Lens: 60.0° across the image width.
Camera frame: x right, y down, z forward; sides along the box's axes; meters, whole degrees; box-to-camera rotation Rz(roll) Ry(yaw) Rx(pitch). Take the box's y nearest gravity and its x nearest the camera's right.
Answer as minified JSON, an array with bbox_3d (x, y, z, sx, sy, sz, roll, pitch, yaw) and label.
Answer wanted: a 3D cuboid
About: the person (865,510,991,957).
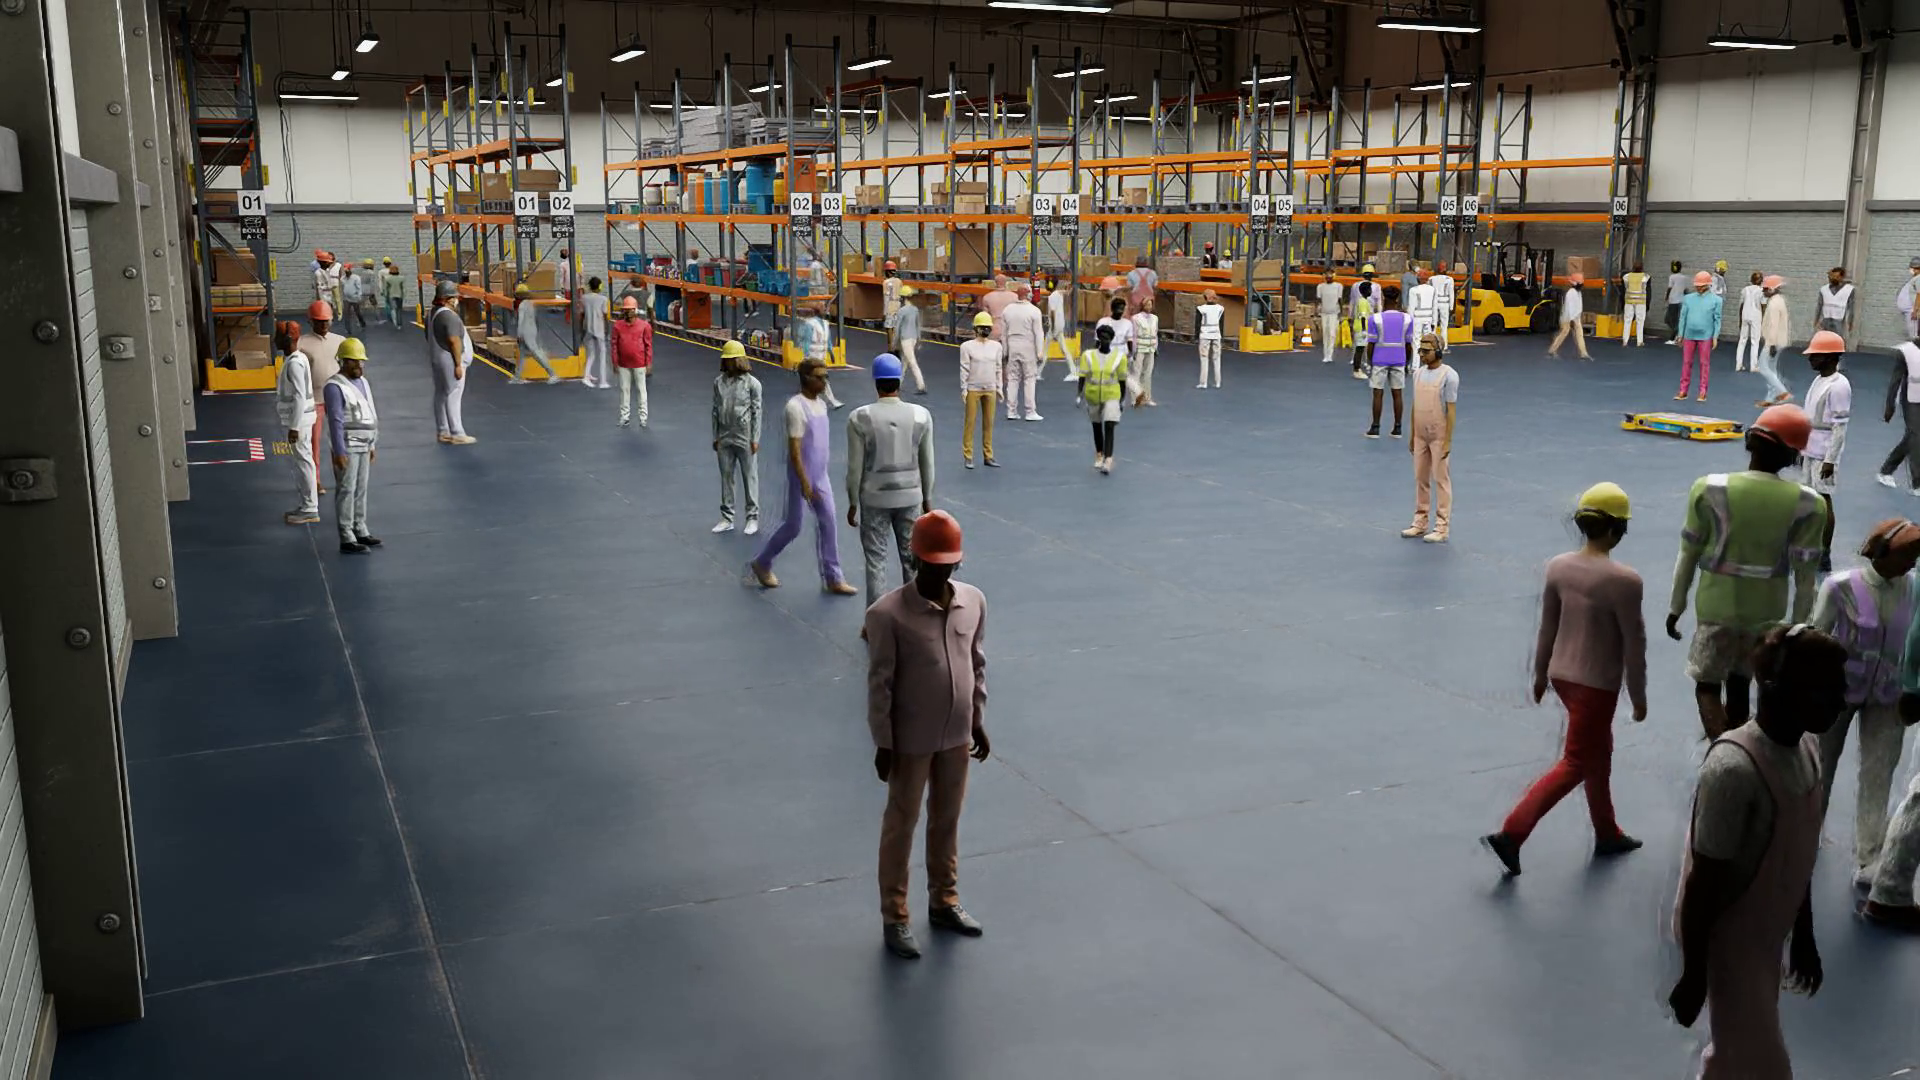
[{"bbox_3d":[-0.101,0.739,6.516,0.564,1.748,0.339,-8,14,-36],"label":"person"}]

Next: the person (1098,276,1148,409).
[{"bbox_3d":[2.296,-2.845,24.201,0.845,1.971,0.624,1,11,7],"label":"person"}]

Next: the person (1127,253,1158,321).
[{"bbox_3d":[3.893,-5.165,35.780,0.690,2.000,0.537,-1,11,-7],"label":"person"}]

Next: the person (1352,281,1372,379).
[{"bbox_3d":[7.010,-3.648,28.949,0.317,1.695,0.540,2,11,9],"label":"person"}]

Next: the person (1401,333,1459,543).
[{"bbox_3d":[4.141,-0.900,14.631,0.349,1.841,0.501,-6,13,-30],"label":"person"}]

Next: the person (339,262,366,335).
[{"bbox_3d":[-14.501,-5.776,39.684,0.566,1.726,0.723,1,11,3],"label":"person"}]

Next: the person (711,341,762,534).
[{"bbox_3d":[-2.017,-0.920,14.968,0.485,1.744,0.294,4,12,18],"label":"person"}]

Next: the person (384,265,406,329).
[{"bbox_3d":[-13.924,-5.982,41.030,0.503,1.614,0.673,-4,12,-21],"label":"person"}]

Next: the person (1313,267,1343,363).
[{"bbox_3d":[7.067,-4.315,31.999,0.544,1.826,0.921,5,12,23],"label":"person"}]

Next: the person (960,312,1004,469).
[{"bbox_3d":[0.248,-1.692,18.825,0.523,1.772,0.307,-5,12,-23],"label":"person"}]

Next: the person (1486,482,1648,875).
[{"bbox_3d":[2.686,0.607,7.269,0.869,1.720,0.515,-4,12,-18],"label":"person"}]

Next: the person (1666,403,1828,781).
[{"bbox_3d":[3.733,0.340,7.929,0.631,1.993,0.885,2,11,12],"label":"person"}]

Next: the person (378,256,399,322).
[{"bbox_3d":[-15.041,-6.597,43.810,0.516,1.745,0.735,-1,11,-6],"label":"person"}]

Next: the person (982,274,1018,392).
[{"bbox_3d":[0.672,-3.342,26.914,0.643,1.891,0.408,0,11,1],"label":"person"}]

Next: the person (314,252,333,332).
[{"bbox_3d":[-13.512,-5.106,35.477,0.392,2.039,0.612,-1,11,-4],"label":"person"}]

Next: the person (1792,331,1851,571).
[{"bbox_3d":[6.918,-0.714,13.419,0.358,1.936,0.552,1,11,7],"label":"person"}]

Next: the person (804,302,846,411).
[{"bbox_3d":[-2.042,-2.689,24.341,0.905,1.581,0.533,5,12,26],"label":"person"}]

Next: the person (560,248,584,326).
[{"bbox_3d":[-9.906,-6.465,42.502,0.612,1.995,0.376,-4,12,-18],"label":"person"}]

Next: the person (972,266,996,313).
[{"bbox_3d":[0.618,-6.139,41.116,0.659,1.886,0.422,-4,12,-21],"label":"person"}]

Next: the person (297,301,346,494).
[{"bbox_3d":[-6.540,-1.465,17.123,0.621,1.986,0.407,-10,15,-42],"label":"person"}]

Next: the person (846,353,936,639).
[{"bbox_3d":[-0.472,-0.279,11.192,0.615,1.943,0.409,-3,12,-16],"label":"person"}]

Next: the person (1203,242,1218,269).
[{"bbox_3d":[7.200,-7.611,48.204,0.373,2.044,0.608,9,14,39],"label":"person"}]

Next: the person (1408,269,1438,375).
[{"bbox_3d":[8.221,-3.878,29.637,0.584,1.883,0.339,-4,12,-18],"label":"person"}]

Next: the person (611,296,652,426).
[{"bbox_3d":[-4.447,-2.414,22.521,0.564,1.755,0.323,1,11,4],"label":"person"}]

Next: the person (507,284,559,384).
[{"bbox_3d":[-7.221,-3.465,28.041,0.874,1.694,0.554,1,11,4],"label":"person"}]

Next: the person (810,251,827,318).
[{"bbox_3d":[-3.619,-6.463,42.721,0.404,1.906,0.649,-3,12,-15],"label":"person"}]

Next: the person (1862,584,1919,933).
[{"bbox_3d":[4.143,0.653,6.591,0.994,1.887,0.650,1,11,5],"label":"person"}]

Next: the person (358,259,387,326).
[{"bbox_3d":[-15.195,-6.368,42.776,0.523,1.691,0.829,5,12,23],"label":"person"}]

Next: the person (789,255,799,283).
[{"bbox_3d":[-5.128,-8.042,51.450,0.315,1.640,0.524,-5,12,-24],"label":"person"}]

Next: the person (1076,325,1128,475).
[{"bbox_3d":[1.581,-1.571,18.509,0.545,1.649,0.888,3,12,16],"label":"person"}]

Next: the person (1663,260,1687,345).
[{"bbox_3d":[15.648,-5.173,36.312,0.558,1.847,0.486,-5,12,-24],"label":"person"}]

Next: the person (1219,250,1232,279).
[{"bbox_3d":[8.025,-7.841,50.079,0.533,1.767,0.312,-5,12,-23],"label":"person"}]
